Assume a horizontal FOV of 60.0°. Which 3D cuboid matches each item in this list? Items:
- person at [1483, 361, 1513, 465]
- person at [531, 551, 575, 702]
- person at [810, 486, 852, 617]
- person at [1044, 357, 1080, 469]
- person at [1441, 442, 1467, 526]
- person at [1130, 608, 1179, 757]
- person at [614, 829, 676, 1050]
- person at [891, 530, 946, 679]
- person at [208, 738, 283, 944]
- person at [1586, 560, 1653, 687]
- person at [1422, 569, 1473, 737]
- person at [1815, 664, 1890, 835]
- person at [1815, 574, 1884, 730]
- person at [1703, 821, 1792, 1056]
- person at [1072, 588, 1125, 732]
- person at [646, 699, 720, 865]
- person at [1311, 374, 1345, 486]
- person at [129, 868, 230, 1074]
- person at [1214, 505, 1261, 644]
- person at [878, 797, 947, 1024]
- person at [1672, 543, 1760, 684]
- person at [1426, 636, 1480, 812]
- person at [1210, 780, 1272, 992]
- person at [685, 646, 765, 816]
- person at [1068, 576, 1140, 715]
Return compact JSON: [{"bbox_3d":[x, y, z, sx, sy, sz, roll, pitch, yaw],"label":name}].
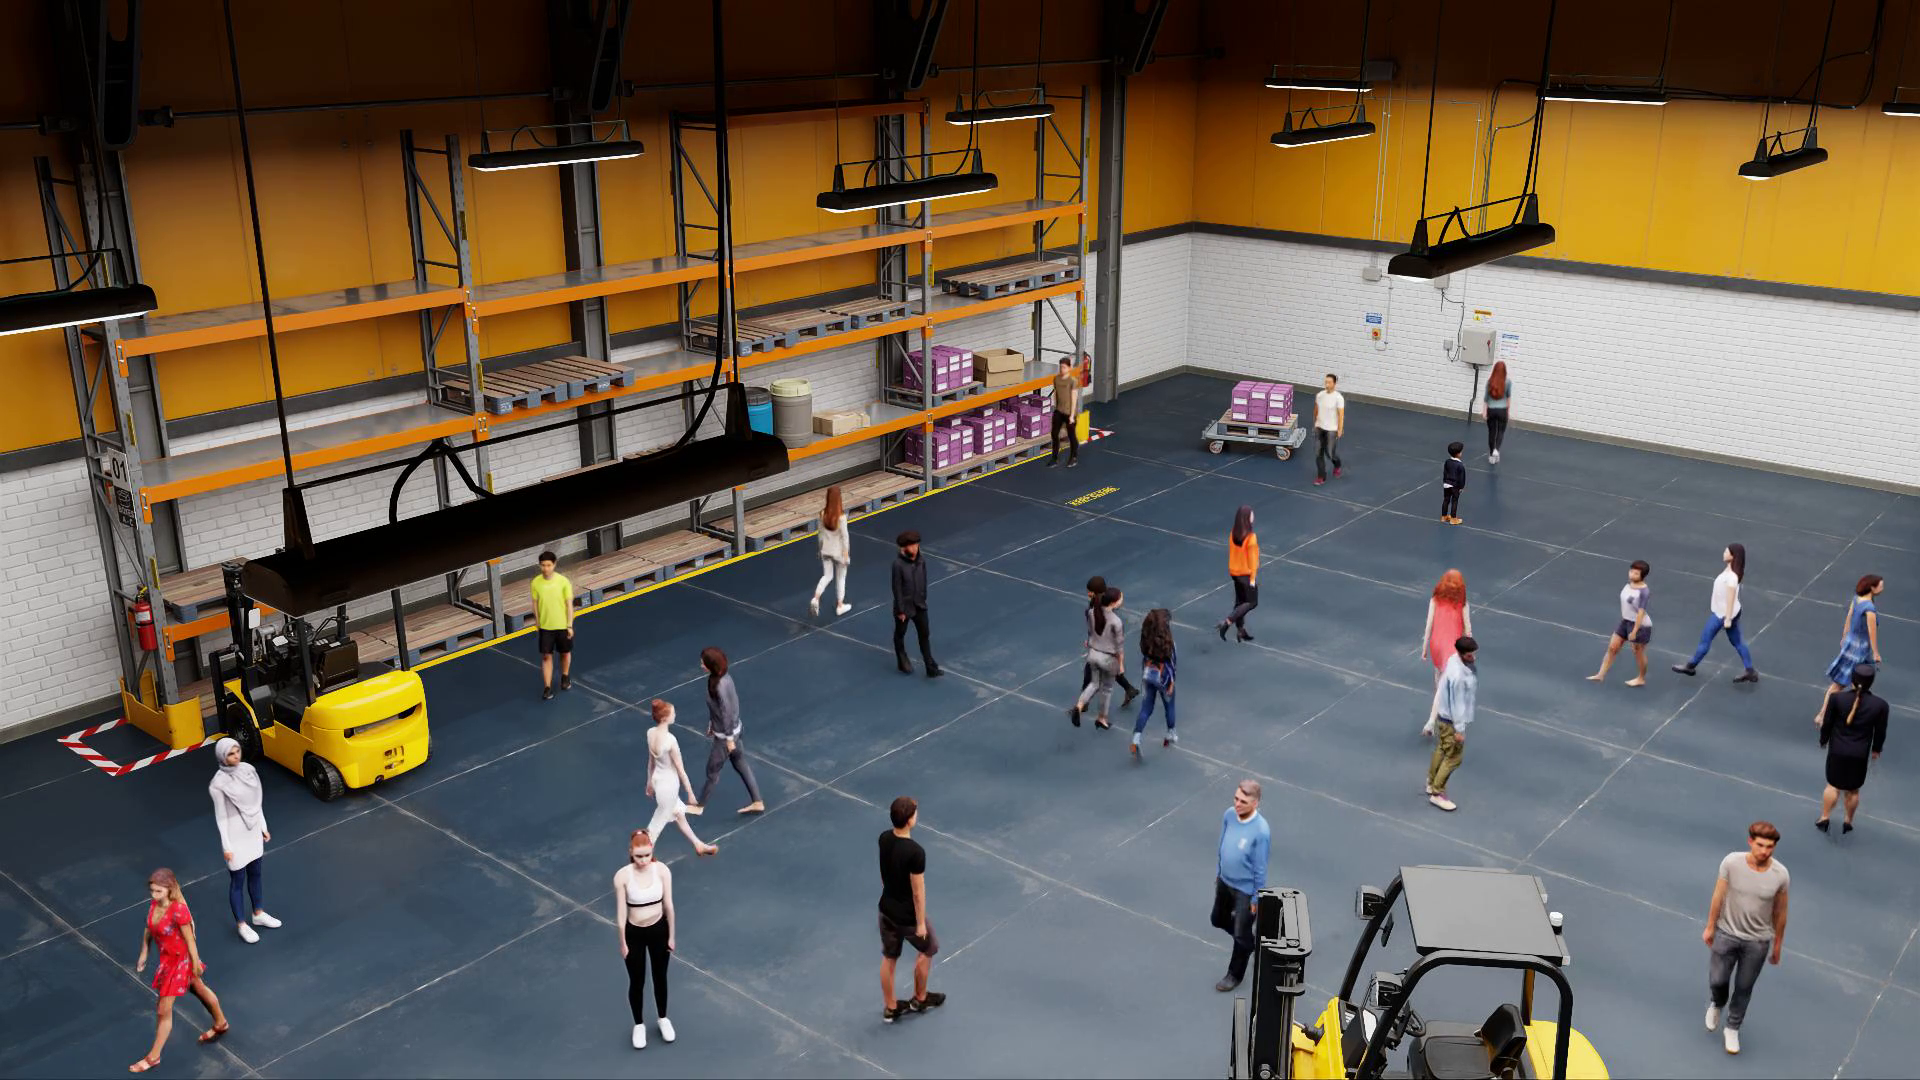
[{"bbox_3d":[8.817,-2.061,27.286,0.779,1.735,0.916,5,19,15],"label":"person"},{"bbox_3d":[-4.505,0.928,18.580,1.013,1.627,1.072,-2,19,-5],"label":"person"},{"bbox_3d":[-1.614,0.186,20.677,0.682,1.696,0.973,11,22,30],"label":"person"},{"bbox_3d":[1.790,-2.086,27.218,0.719,1.826,0.937,12,22,31],"label":"person"},{"bbox_3d":[7.256,-0.848,24.484,0.551,1.226,0.553,-12,22,-32],"label":"person"},{"bbox_3d":[1.974,1.474,17.016,0.647,1.591,1.018,13,23,34],"label":"person"},{"bbox_3d":[-2.343,2.951,12.390,0.608,1.745,0.712,-6,20,-18],"label":"person"},{"bbox_3d":[-0.620,0.710,19.041,1.025,1.746,0.897,-12,22,-31],"label":"person"},{"bbox_3d":[-5.963,2.460,13.800,0.726,1.776,0.560,8,20,22],"label":"person"},{"bbox_3d":[7.638,0.948,18.675,1.009,1.529,0.908,-3,19,-9],"label":"person"},{"bbox_3d":[5.069,1.228,17.454,0.703,1.777,1.170,12,22,31],"label":"person"},{"bbox_3d":[8.266,1.952,15.470,0.773,1.671,0.737,8,20,21],"label":"person"},{"bbox_3d":[9.323,1.219,17.490,0.956,1.772,1.019,5,19,15],"label":"person"},{"bbox_3d":[5.816,2.889,12.357,0.778,1.882,0.804,8,20,23],"label":"person"},{"bbox_3d":[1.455,1.300,17.436,0.678,1.651,0.821,17,25,41],"label":"person"},{"bbox_3d":[-2.654,2.249,14.468,1.140,1.747,0.746,-14,23,-36],"label":"person"},{"bbox_3d":[5.859,-1.766,26.329,0.638,1.787,0.827,15,24,38],"label":"person"},{"bbox_3d":[-5.685,3.082,12.295,0.987,1.557,0.631,-17,25,-41],"label":"person"},{"bbox_3d":[3.320,0.441,19.858,0.954,1.735,0.838,-7,20,-21],"label":"person"},{"bbox_3d":[-0.502,2.828,12.589,0.785,1.850,0.742,-17,25,-41],"label":"person"},{"bbox_3d":[8.708,0.883,18.693,0.779,1.641,1.102,12,22,31],"label":"person"},{"bbox_3d":[4.711,1.703,16.028,0.986,1.786,0.779,1,19,2],"label":"person"},{"bbox_3d":[2.266,2.675,13.113,0.854,1.805,0.788,-12,22,-33],"label":"person"},{"bbox_3d":[-2.116,1.830,15.759,1.121,1.719,1.056,-3,19,-8],"label":"person"},{"bbox_3d":[1.606,1.127,18.036,1.112,1.597,0.994,-2,19,-7],"label":"person"}]
